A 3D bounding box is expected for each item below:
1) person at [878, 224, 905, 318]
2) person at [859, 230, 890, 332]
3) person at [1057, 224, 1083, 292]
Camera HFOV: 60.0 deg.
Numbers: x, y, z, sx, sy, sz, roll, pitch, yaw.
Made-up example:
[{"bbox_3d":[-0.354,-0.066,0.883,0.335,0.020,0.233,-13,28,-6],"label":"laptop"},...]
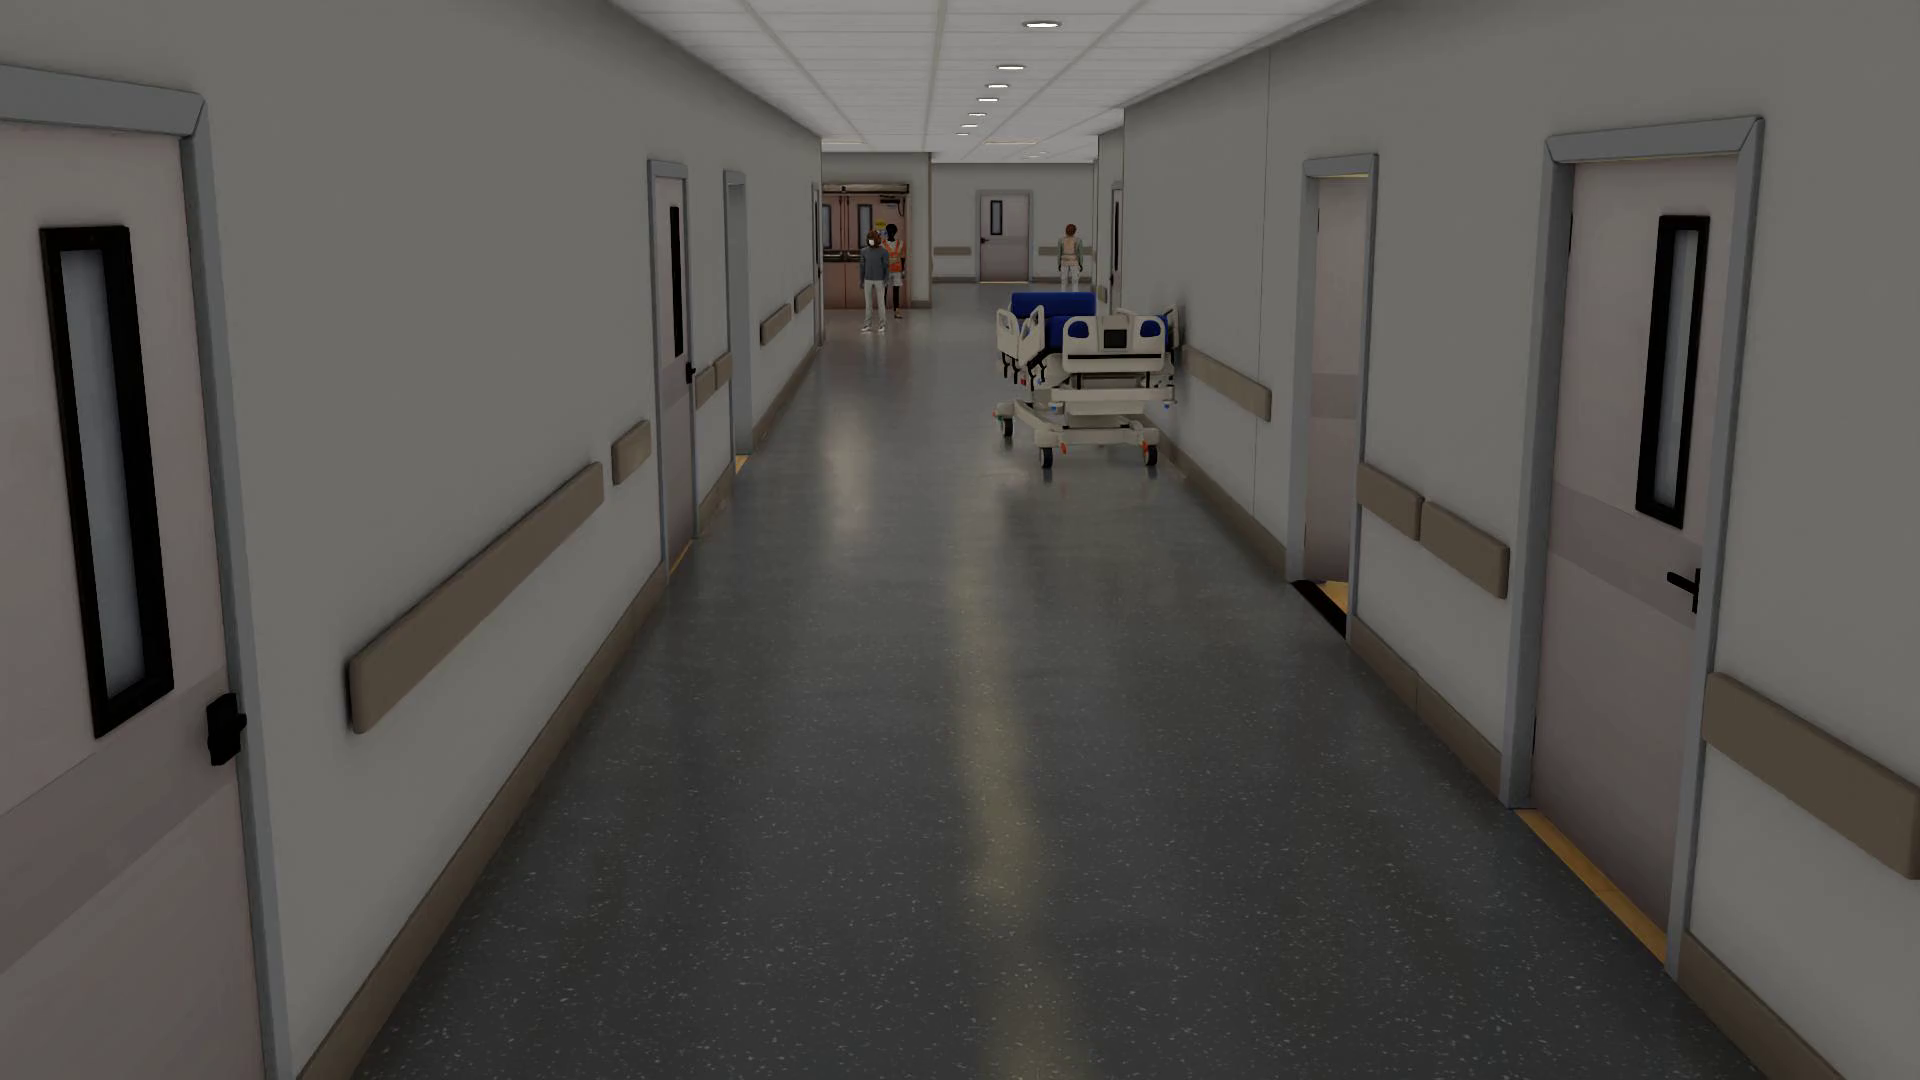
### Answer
[{"bbox_3d":[-1.231,-4.810,29.779,0.535,1.694,0.321,-3,12,-15],"label":"person"},{"bbox_3d":[-1.379,-4.163,26.779,0.508,1.632,0.264,4,12,17],"label":"person"},{"bbox_3d":[2.182,-5.420,32.890,0.525,1.639,0.307,4,12,18],"label":"person"}]
